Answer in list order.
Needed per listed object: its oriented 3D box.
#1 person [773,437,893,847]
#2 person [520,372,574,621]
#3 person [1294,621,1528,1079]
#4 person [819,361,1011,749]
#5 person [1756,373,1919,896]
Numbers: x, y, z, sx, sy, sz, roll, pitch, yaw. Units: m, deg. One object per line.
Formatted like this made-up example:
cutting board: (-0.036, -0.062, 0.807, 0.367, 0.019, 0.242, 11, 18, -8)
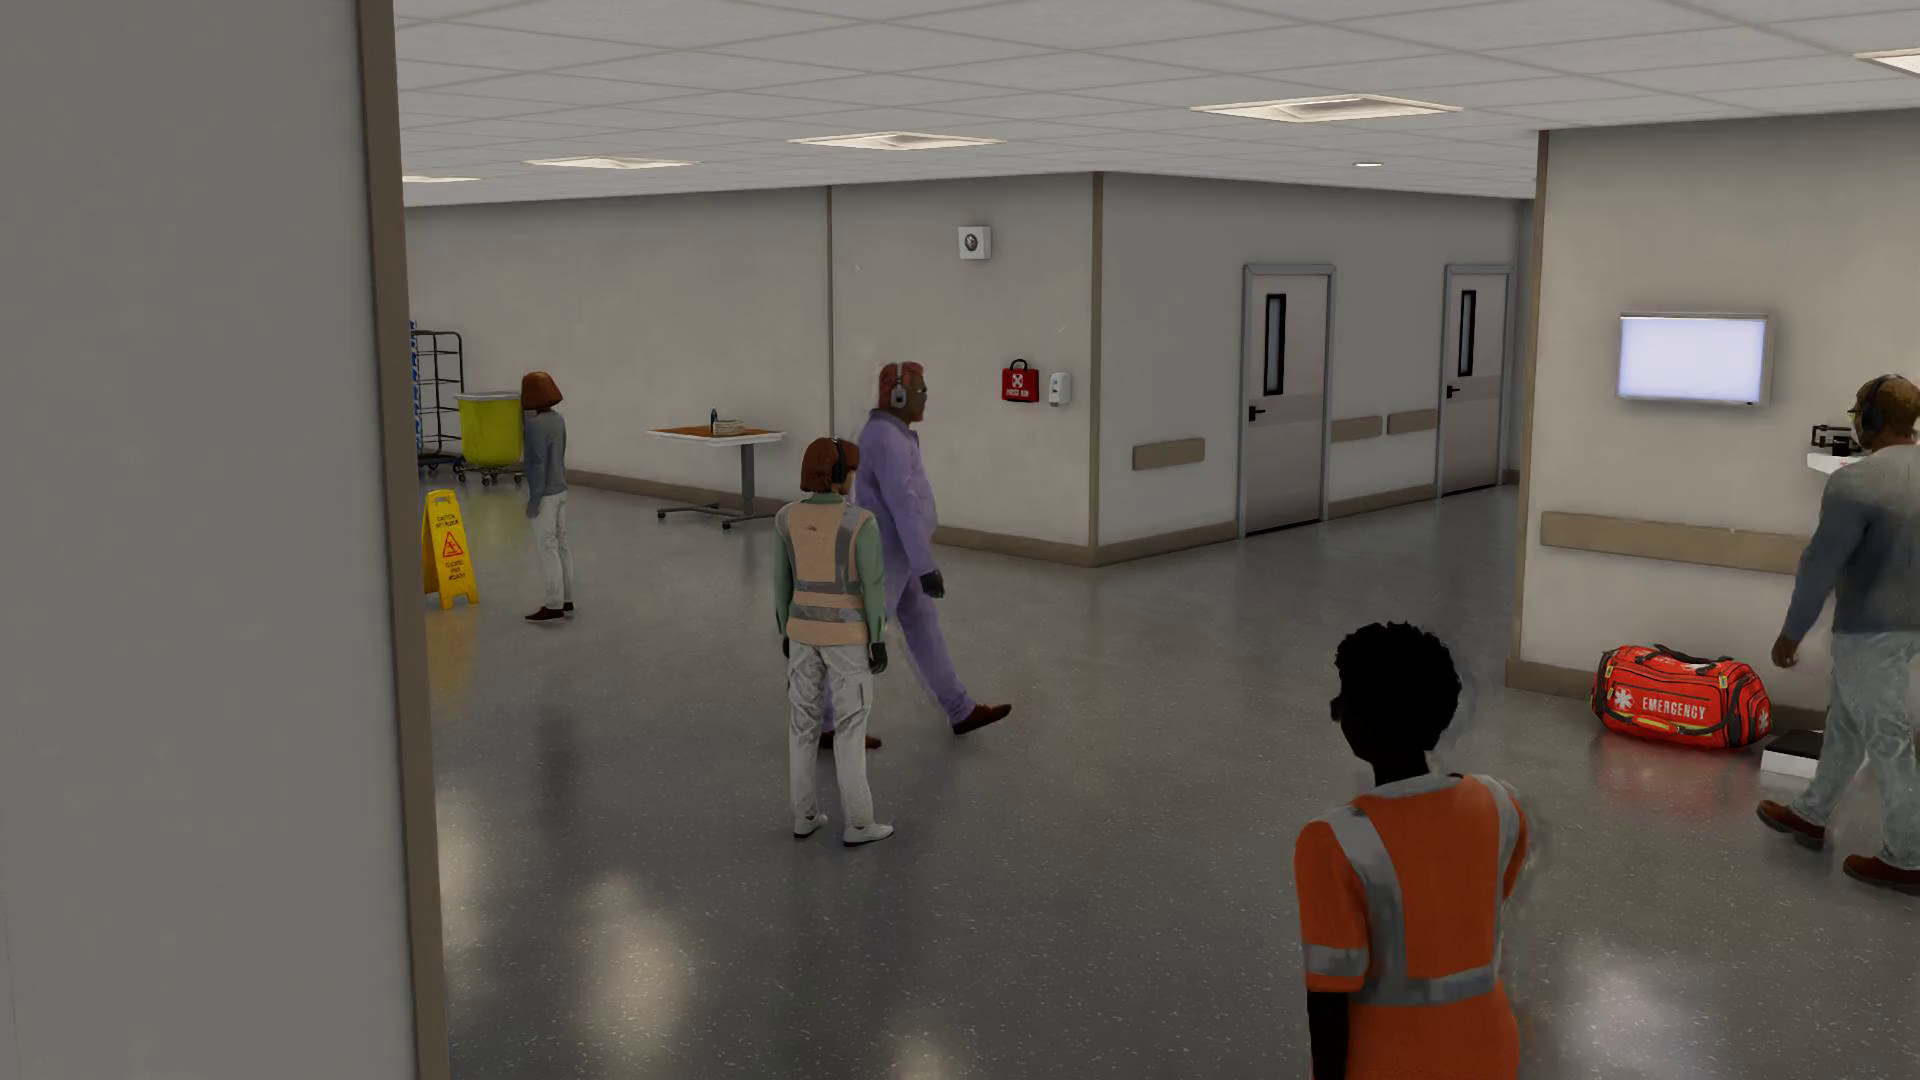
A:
person: (-0.516, 0.407, 6.652, 0.513, 1.637, 0.313, 5, 11, 30)
person: (-2.716, -0.285, 10.905, 0.267, 1.631, 0.509, 1, 9, 6)
person: (0.791, 0.967, 3.134, 0.547, 1.653, 0.846, -4, 10, -25)
person: (-0.239, 0.085, 7.936, 0.989, 1.856, 0.643, 0, 9, -2)
person: (3.363, 0.326, 6.319, 0.653, 1.902, 0.904, -5, 10, -27)
